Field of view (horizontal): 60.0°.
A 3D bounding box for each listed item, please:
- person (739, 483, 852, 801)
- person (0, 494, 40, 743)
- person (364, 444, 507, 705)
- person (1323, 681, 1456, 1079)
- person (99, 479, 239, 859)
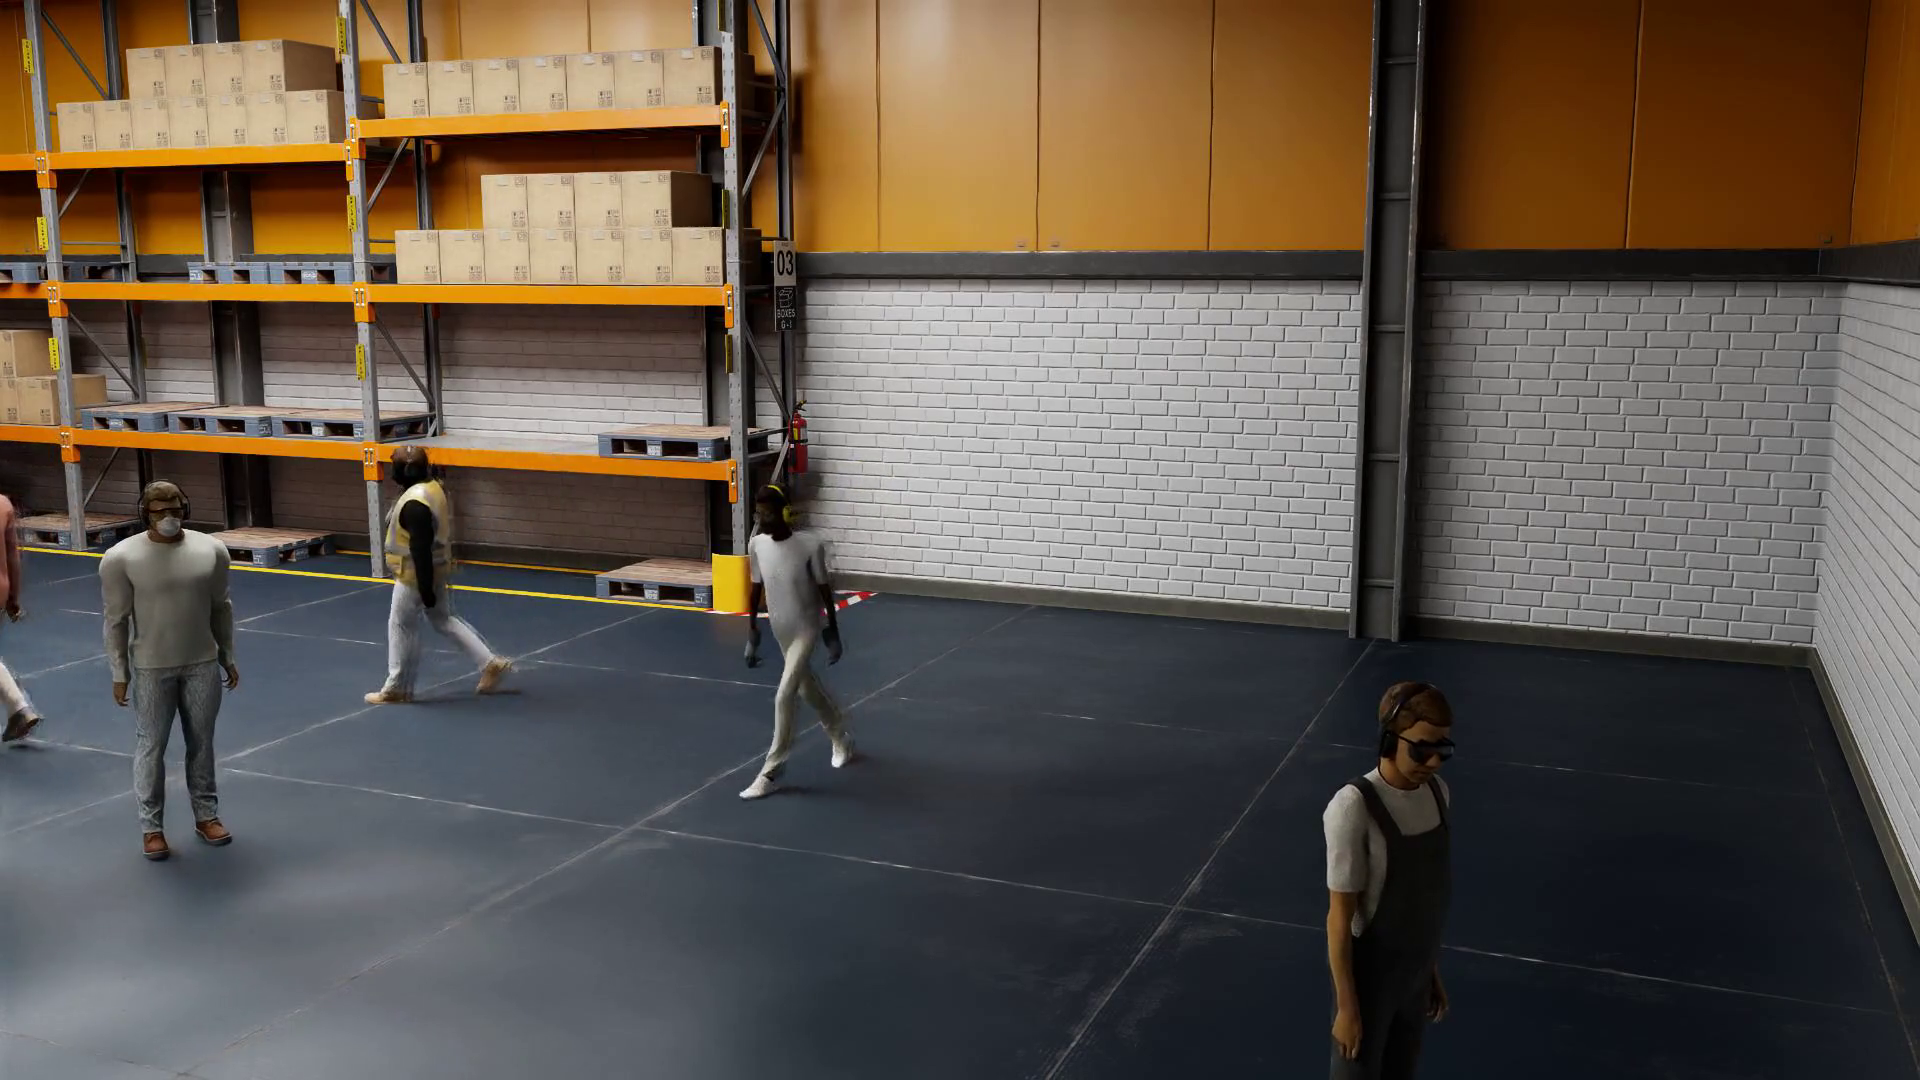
[{"bbox_3d":[-0.946,0.535,9.701,0.531,1.794,1.028,6,11,33],"label":"person"},{"bbox_3d":[-6.064,0.358,10.180,0.438,1.979,0.616,2,10,10],"label":"person"},{"bbox_3d":[-3.638,0.232,11.442,0.885,1.816,0.619,-1,9,-4],"label":"person"},{"bbox_3d":[1.252,1.304,4.859,0.506,1.838,0.350,-8,12,-40],"label":"person"},{"bbox_3d":[-4.034,0.646,8.538,0.635,1.937,0.352,-9,13,-42],"label":"person"}]
